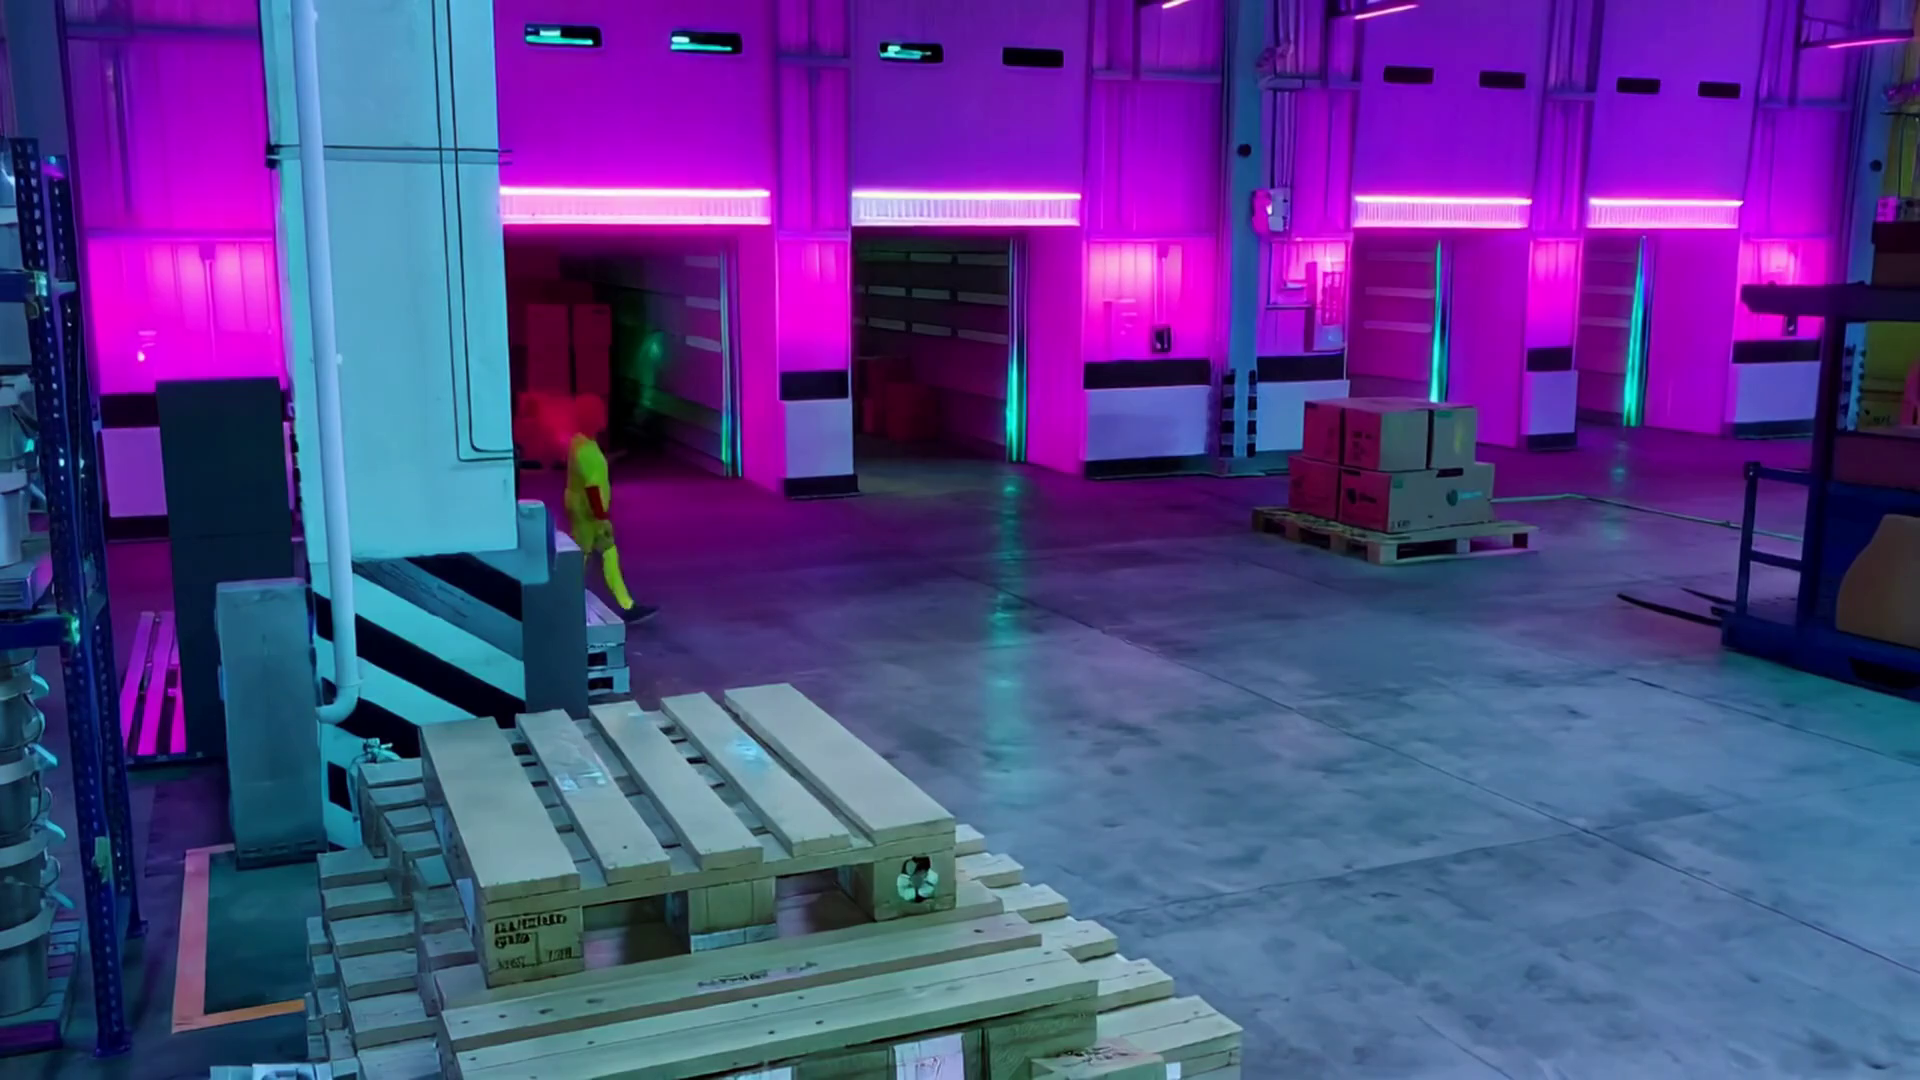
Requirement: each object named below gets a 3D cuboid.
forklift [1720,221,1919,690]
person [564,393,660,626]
[{"bbox_3d":[5.949,-0.550,10.218,1.129,2.768,1.873,-4,11,-23],"label":"forklift"},{"bbox_3d":[-2.430,-0.176,11.468,0.768,1.666,0.552,-2,11,-12],"label":"person"}]
